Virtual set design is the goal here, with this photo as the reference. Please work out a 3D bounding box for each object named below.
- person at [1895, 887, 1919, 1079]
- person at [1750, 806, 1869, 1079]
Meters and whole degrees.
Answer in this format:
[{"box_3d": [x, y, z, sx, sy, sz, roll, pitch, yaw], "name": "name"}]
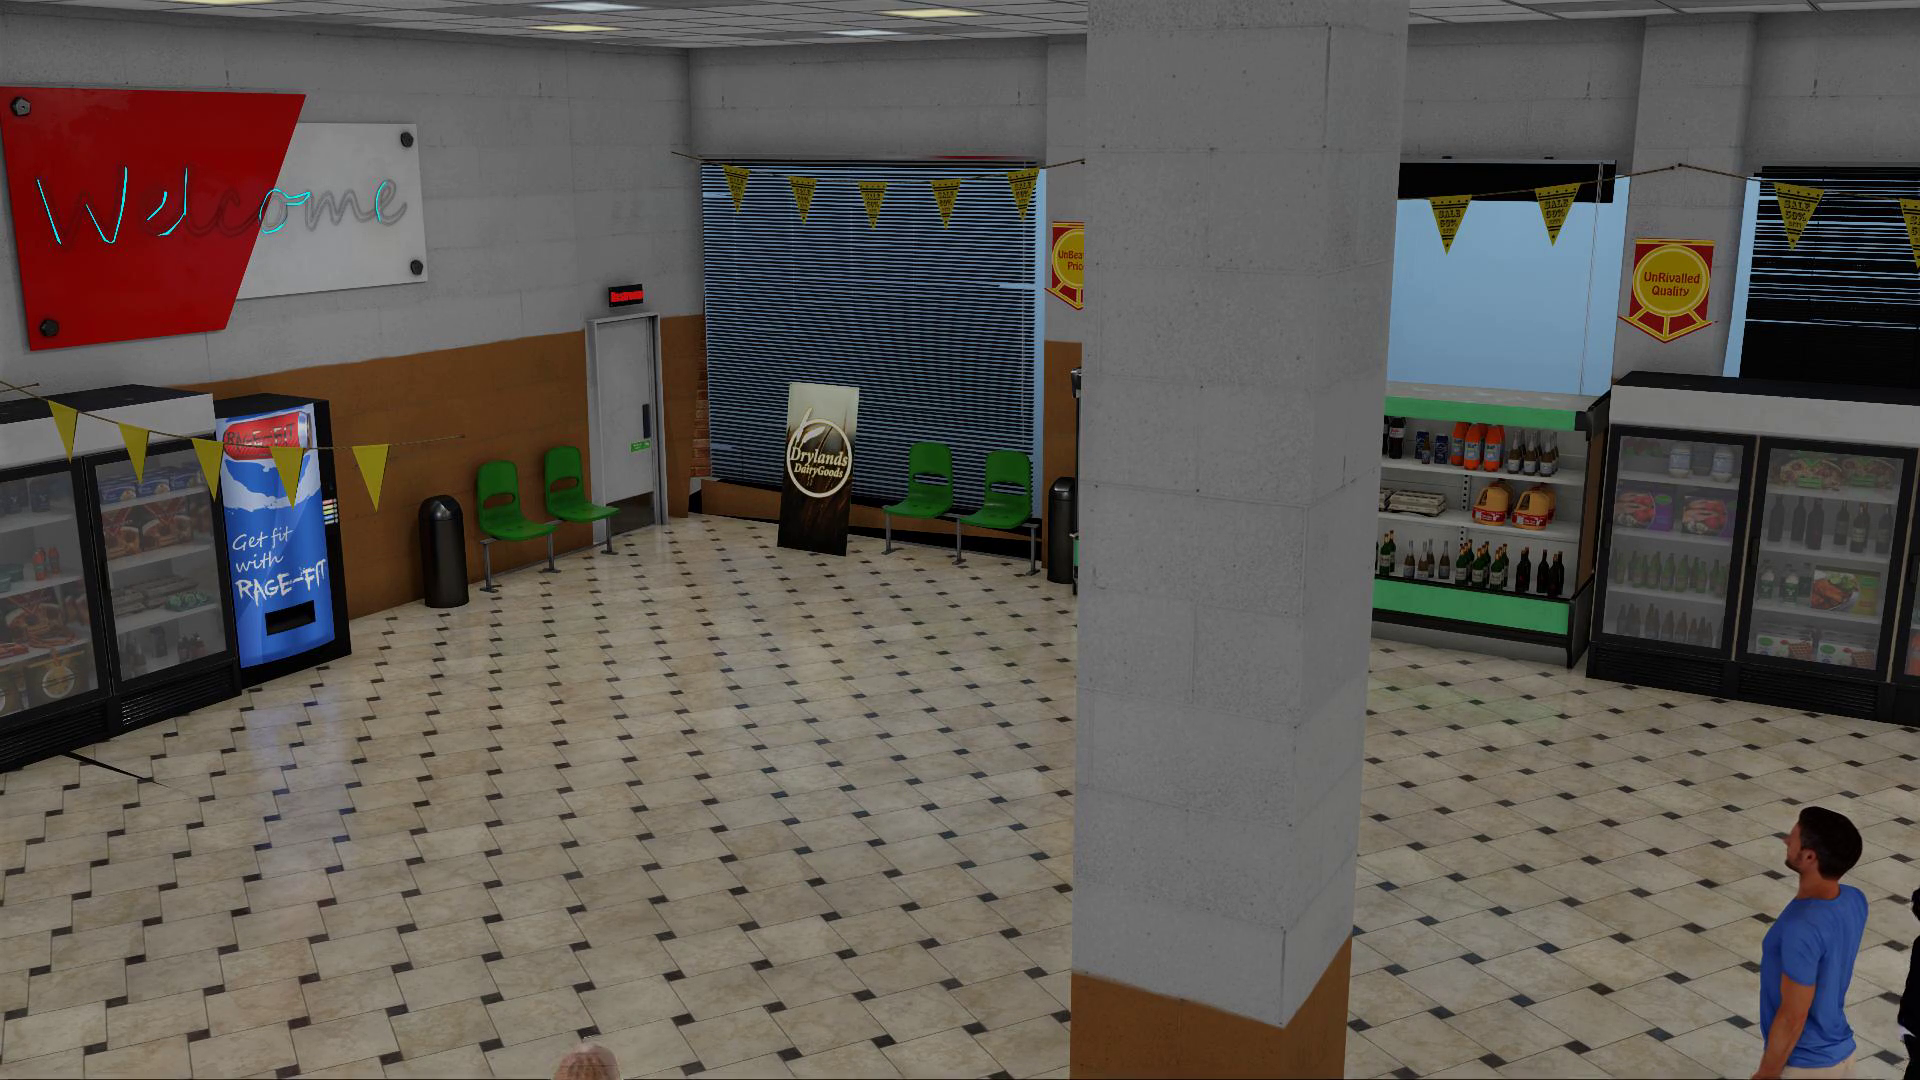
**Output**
[{"box_3d": [3.874, 1.965, 6.726, 0.892, 1.212, 0.682, 2, 14, 10], "name": "person"}, {"box_3d": [2.990, 1.833, 5.889, 0.723, 1.863, 0.685, -11, 18, -39], "name": "person"}]
